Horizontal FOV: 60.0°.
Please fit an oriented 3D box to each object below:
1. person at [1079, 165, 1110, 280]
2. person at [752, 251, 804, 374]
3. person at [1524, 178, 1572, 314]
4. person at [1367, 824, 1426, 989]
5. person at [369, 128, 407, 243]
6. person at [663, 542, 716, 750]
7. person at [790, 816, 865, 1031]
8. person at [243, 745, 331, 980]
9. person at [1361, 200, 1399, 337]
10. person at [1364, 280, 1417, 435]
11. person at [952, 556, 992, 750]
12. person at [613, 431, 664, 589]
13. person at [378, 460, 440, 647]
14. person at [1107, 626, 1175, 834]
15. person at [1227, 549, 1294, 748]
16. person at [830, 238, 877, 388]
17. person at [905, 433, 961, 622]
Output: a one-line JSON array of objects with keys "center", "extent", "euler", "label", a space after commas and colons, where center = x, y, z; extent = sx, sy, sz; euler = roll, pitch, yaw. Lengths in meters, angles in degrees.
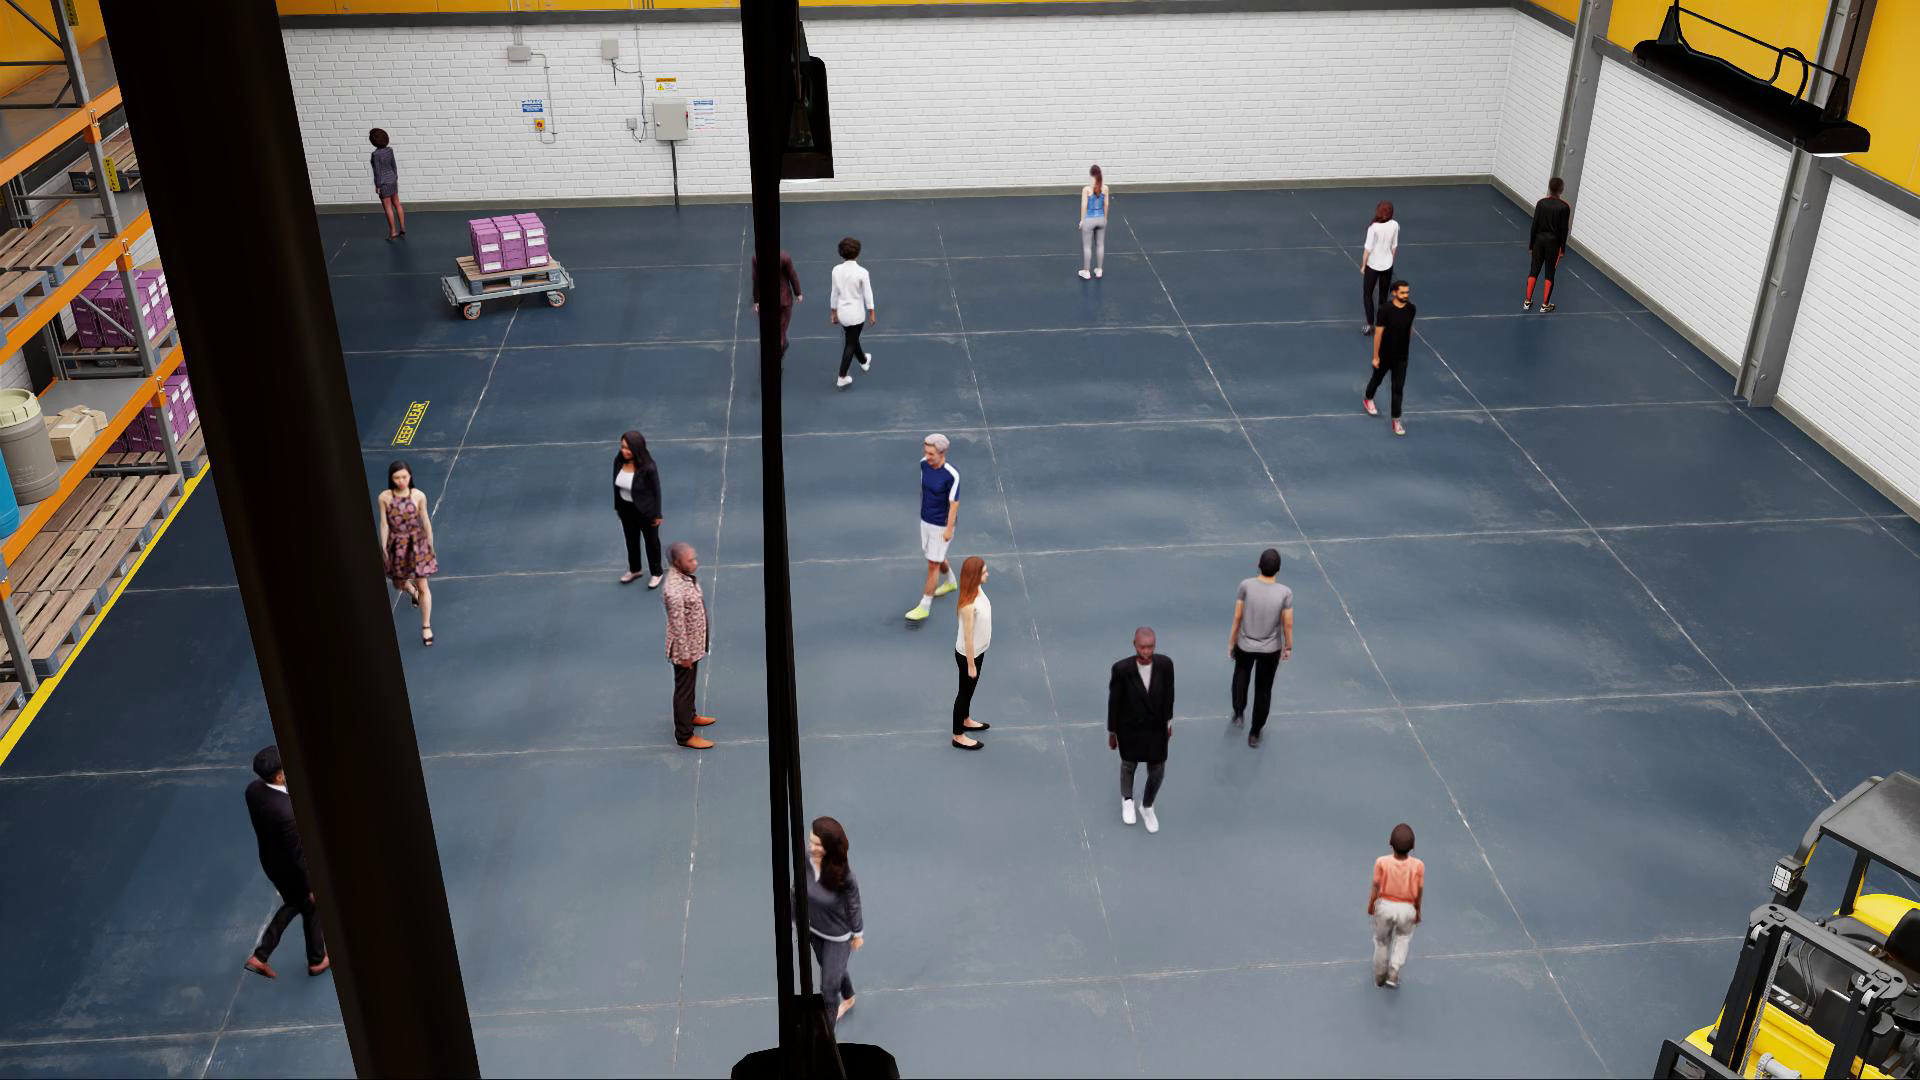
[{"center": [1.889, -4.491, 23.461], "extent": [0.615, 1.610, 0.616], "euler": [-9, 30, -17], "label": "person"}, {"center": [-2.249, -2.886, 20.301], "extent": [0.962, 1.817, 1.268], "euler": [7, 29, 13], "label": "person"}, {"center": [7.870, -3.966, 22.293], "extent": [0.708, 1.807, 0.742], "euler": [18, 33, 29], "label": "person"}, {"center": [2.885, 2.473, 11.017], "extent": [0.571, 1.300, 0.608], "euler": [6, 29, 12], "label": "person"}, {"center": [-8.570, -5.317, 24.880], "extent": [0.760, 1.702, 0.643], "euler": [12, 31, 20], "label": "person"}, {"center": [-2.237, 0.823, 13.512], "extent": [0.754, 1.808, 0.520], "euler": [-1, 29, -2], "label": "person"}, {"center": [-0.795, 2.443, 10.620], "extent": [0.999, 1.734, 1.107], "euler": [18, 34, 30], "label": "person"}, {"center": [-4.505, 2.186, 10.952], "extent": [1.010, 1.866, 1.071], "euler": [22, 35, 34], "label": "person"}, {"center": [5.423, -3.509, 21.469], "extent": [0.656, 1.794, 0.658], "euler": [-5, 29, -9], "label": "person"}, {"center": [4.897, -2.150, 19.059], "extent": [0.708, 1.715, 1.186], "euler": [-6, 29, -10], "label": "person"}, {"center": [0.073, 0.898, 13.467], "extent": [0.676, 1.719, 0.532], "euler": [5, 29, 9], "label": "person"}, {"center": [-3.042, -0.311, 15.792], "extent": [0.753, 1.616, 0.776], "euler": [11, 31, 19], "label": "person"}, {"center": [-4.949, 0.080, 14.919], "extent": [0.744, 1.764, 0.902], "euler": [-7, 29, -13], "label": "person"}, {"center": [1.357, 1.358, 12.592], "extent": [0.665, 1.749, 0.643], "euler": [-2, 29, -5], "label": "person"}, {"center": [2.400, 0.898, 13.445], "extent": [0.775, 1.739, 0.809], "euler": [8, 30, 15], "label": "person"}, {"center": [-1.341, -2.692, 20.011], "extent": [0.984, 1.755, 1.205], "euler": [11, 30, 19], "label": "person"}, {"center": [-0.225, -0.145, 15.310], "extent": [1.116, 1.787, 1.096], "euler": [-25, 37, -37], "label": "person"}]
